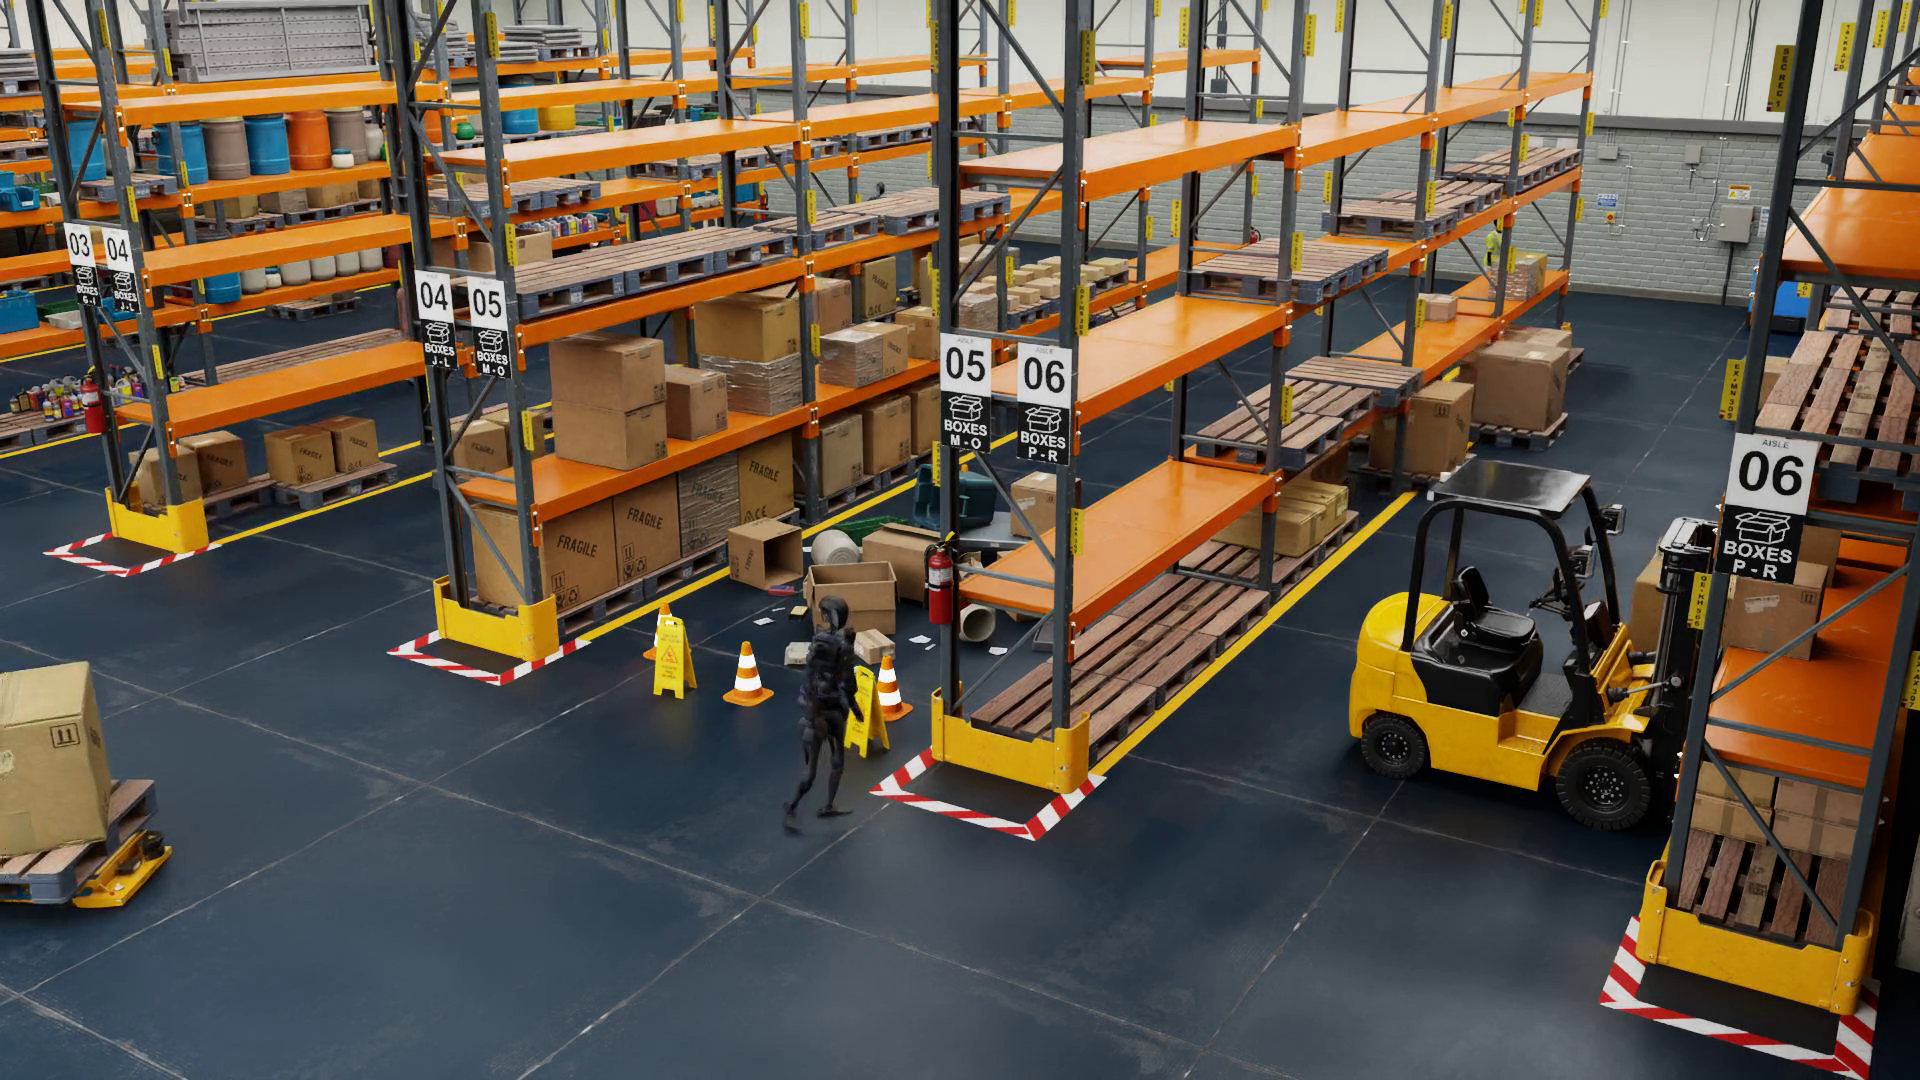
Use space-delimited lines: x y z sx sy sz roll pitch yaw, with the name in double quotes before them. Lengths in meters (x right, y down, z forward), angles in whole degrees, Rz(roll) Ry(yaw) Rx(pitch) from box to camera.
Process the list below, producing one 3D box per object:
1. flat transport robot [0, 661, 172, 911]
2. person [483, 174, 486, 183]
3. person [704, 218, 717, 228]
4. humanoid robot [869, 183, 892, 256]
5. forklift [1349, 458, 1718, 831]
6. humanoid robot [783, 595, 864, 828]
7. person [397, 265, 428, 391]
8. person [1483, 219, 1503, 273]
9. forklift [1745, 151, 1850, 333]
"flat transport robot" -5.880 2.080 10.601 1.431 0.231 0.659 0 19 1
"person" -10.410 -7.731 36.622 0.330 1.800 0.536 9 21 25
"person" -5.239 -7.062 34.865 0.488 1.688 0.350 -6 20 -17
"humanoid robot" -1.511 -6.015 31.881 0.601 1.631 0.712 -10 21 -26
"forklift" 3.988 0.658 11.776 2.313 2.155 1.214 11 22 29
"humanoid robot" -0.950 1.132 11.196 0.464 1.648 0.606 11 22 29
"person" -7.383 -2.879 22.671 0.543 1.746 0.383 10 22 28
"person" 8.889 -4.575 27.659 0.322 1.692 0.533 18 26 41
"forklift" 13.620 -4.667 26.137 1.873 2.768 1.129 11 22 29
